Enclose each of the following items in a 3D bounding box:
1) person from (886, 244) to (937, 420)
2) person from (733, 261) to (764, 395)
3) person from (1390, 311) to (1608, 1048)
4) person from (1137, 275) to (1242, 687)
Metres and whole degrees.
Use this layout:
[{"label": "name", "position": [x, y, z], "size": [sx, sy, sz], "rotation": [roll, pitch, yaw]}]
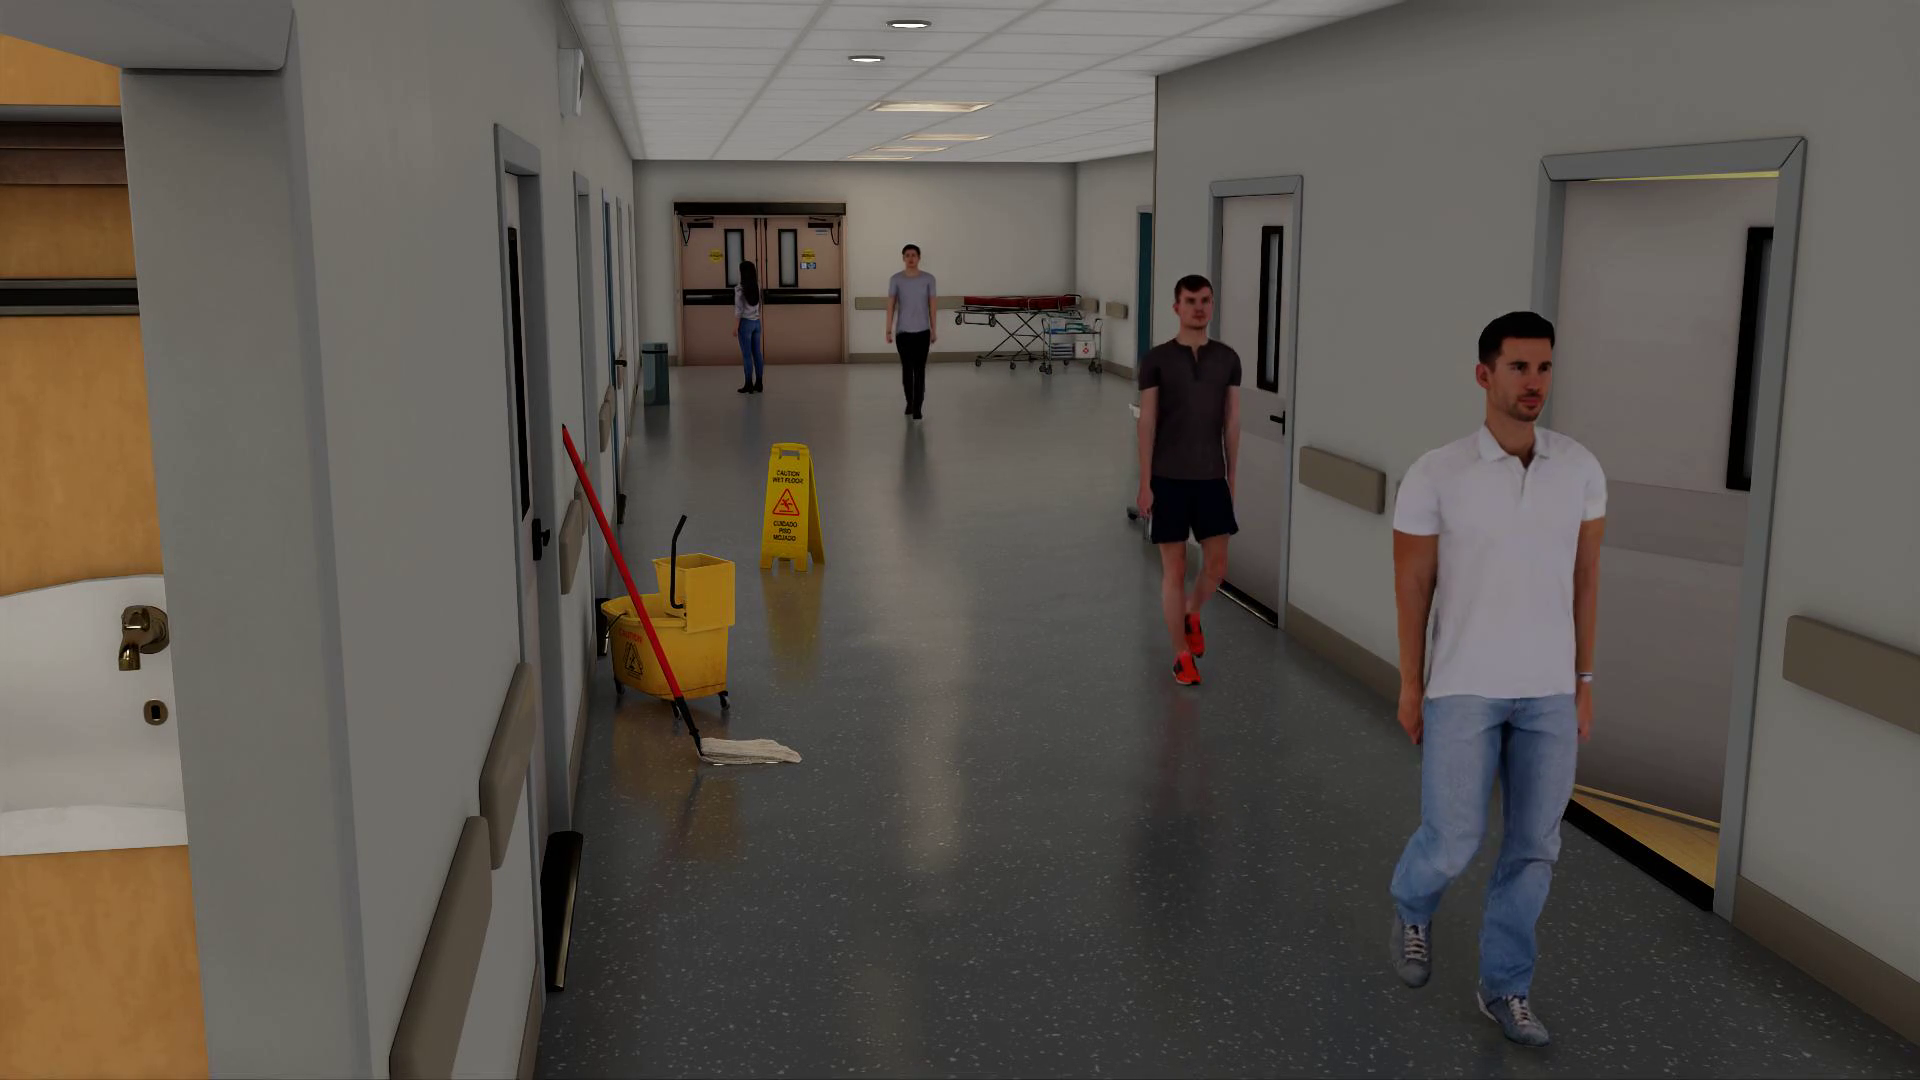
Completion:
[{"label": "person", "position": [-0.503, -2.197, 17.779], "size": [0.852, 1.817, 1.254], "rotation": [0, 11, 2]}, {"label": "person", "position": [-2.607, -2.647, 20.646], "size": [0.730, 1.633, 0.662], "rotation": [7, 13, 32]}, {"label": "person", "position": [1.357, 0.347, 4.281], "size": [0.708, 1.852, 0.796], "rotation": [-1, 11, -5]}, {"label": "person", "position": [1.019, -0.276, 7.591], "size": [0.671, 1.841, 0.778], "rotation": [-1, 11, -7]}]
